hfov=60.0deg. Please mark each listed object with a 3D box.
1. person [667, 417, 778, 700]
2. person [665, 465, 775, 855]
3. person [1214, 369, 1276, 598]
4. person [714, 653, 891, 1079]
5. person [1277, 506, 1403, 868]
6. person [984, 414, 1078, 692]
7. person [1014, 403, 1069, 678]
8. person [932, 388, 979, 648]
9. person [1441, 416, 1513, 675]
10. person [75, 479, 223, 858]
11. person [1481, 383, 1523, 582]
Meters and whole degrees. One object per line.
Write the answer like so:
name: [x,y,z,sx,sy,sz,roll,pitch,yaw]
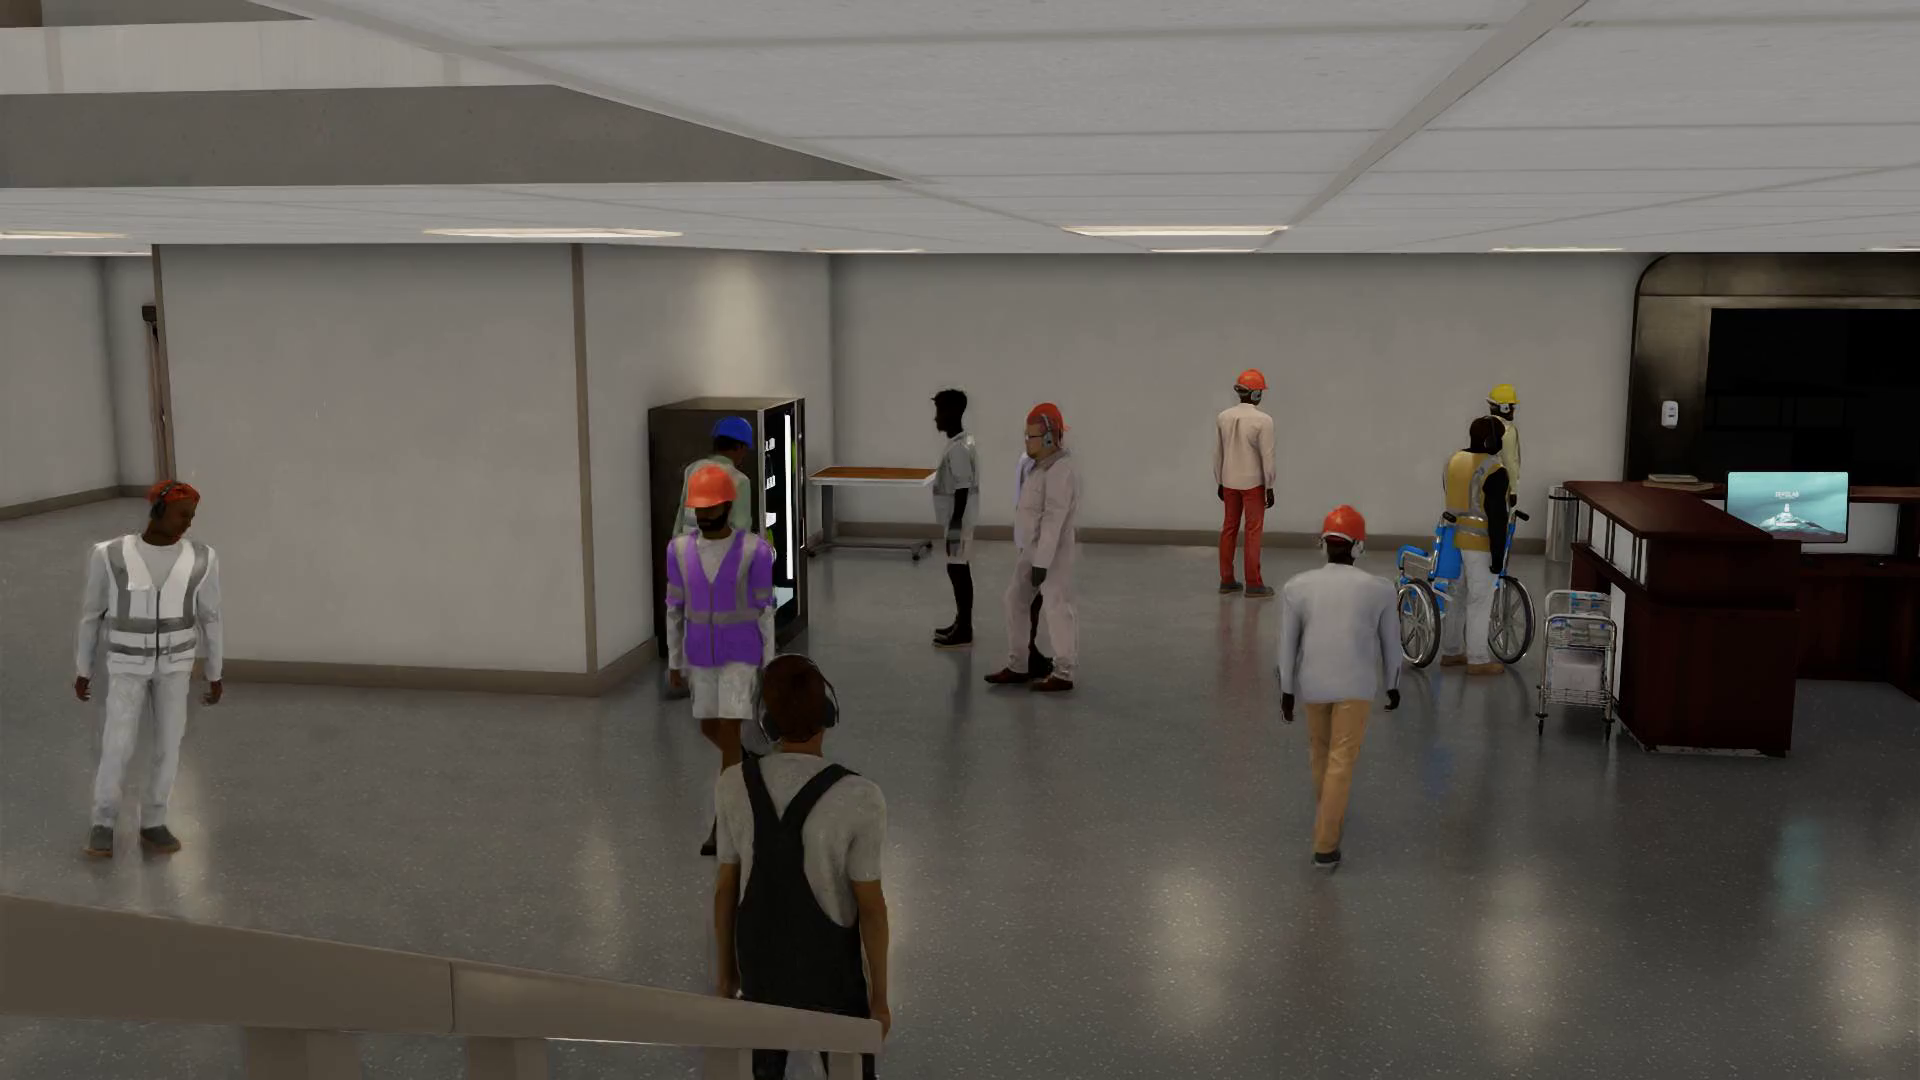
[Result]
person: [-1.601,0.104,11.237,1.034,1.863,0.648,-8,12,-42]
person: [-1.177,0.547,8.411,0.555,1.910,0.867,2,9,12]
person: [2.505,-0.496,14.539,0.390,1.992,0.624,-8,12,-42]
person: [-0.463,1.214,4.580,0.518,1.814,0.854,3,10,20]
person: [1.871,0.683,8.137,0.561,1.702,0.902,5,10,28]
person: [0.455,0.101,11.176,0.699,1.885,0.663,-2,9,-13]
person: [0.569,0.002,11.685,0.380,1.931,0.545,0,9,0]
person: [-0.043,-0.162,12.586,0.382,1.959,0.660,0,9,1]
person: [3.657,0.039,11.755,0.429,1.836,0.628,-3,10,-20]
person: [-3.939,0.625,8.112,0.675,1.835,0.348,-7,11,-36]
person: [4.873,-0.503,15.087,0.404,1.830,0.602,-3,10,-17]
